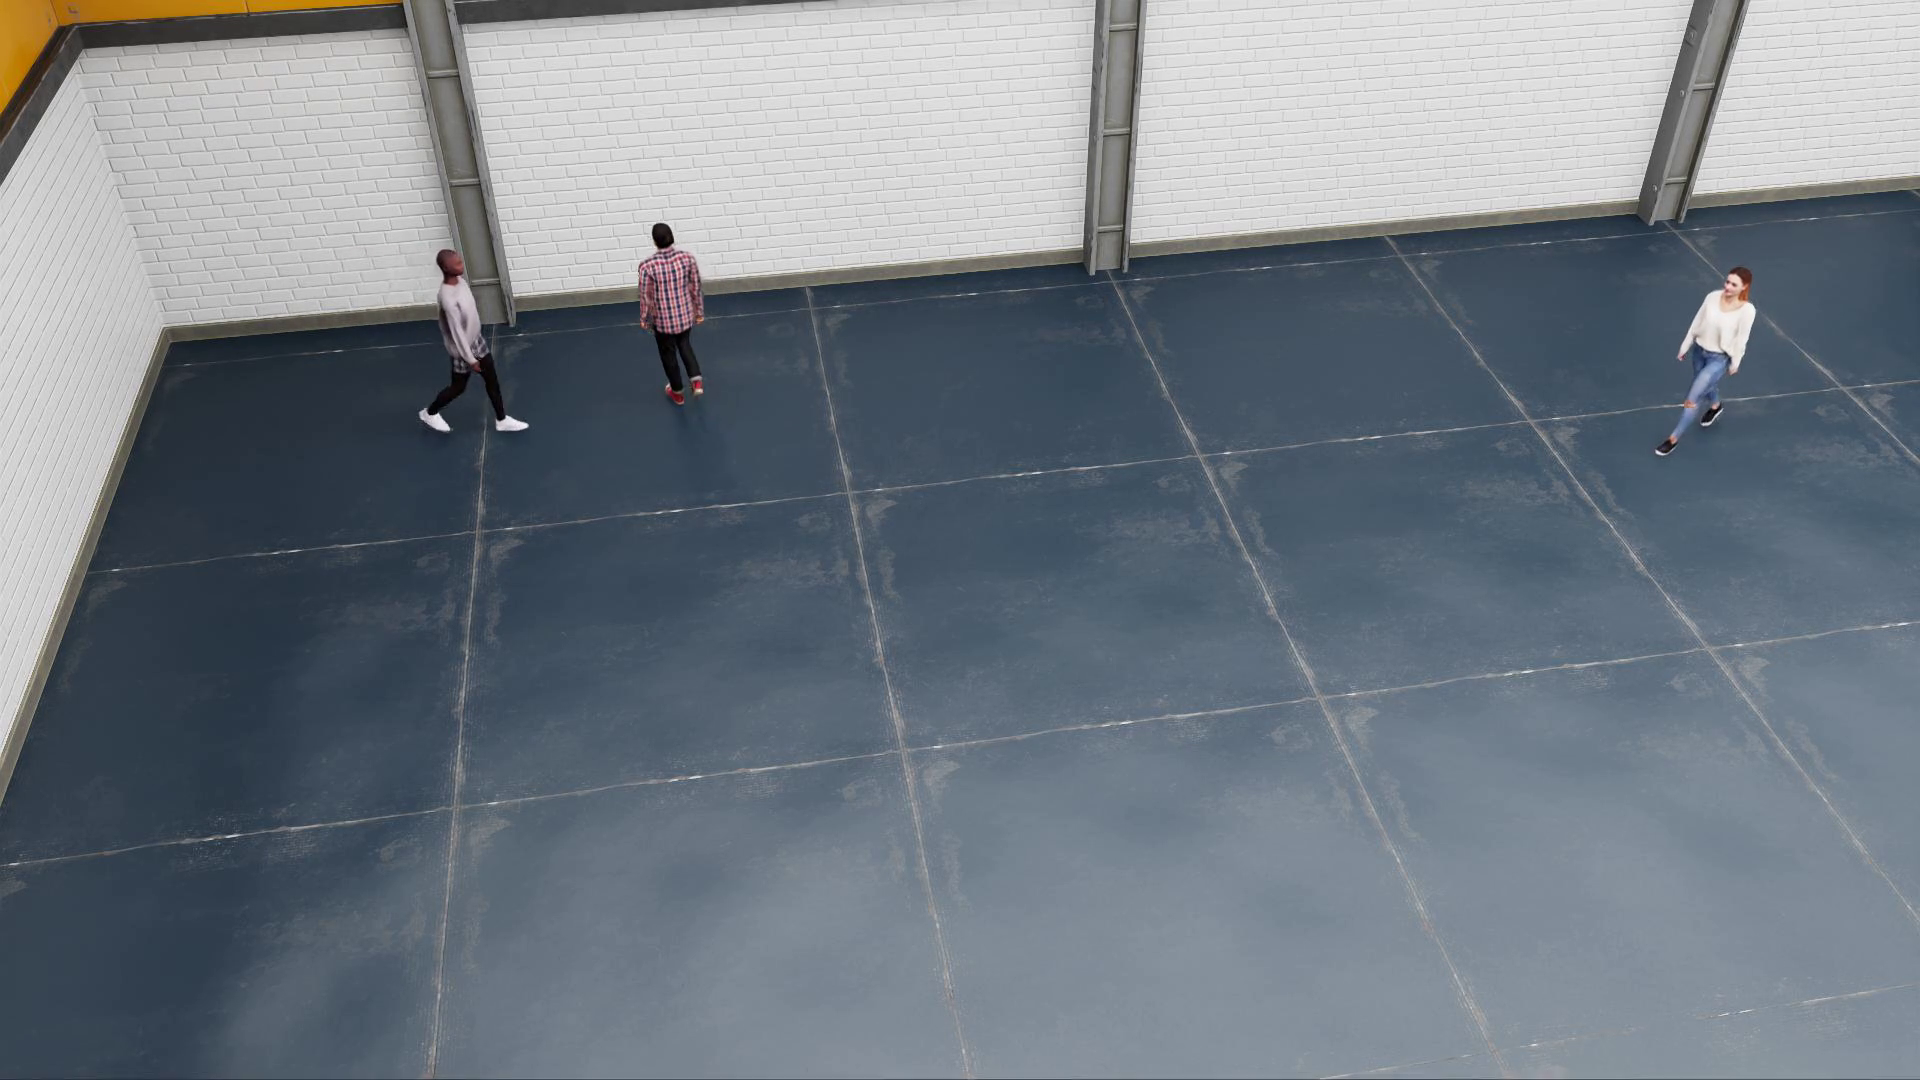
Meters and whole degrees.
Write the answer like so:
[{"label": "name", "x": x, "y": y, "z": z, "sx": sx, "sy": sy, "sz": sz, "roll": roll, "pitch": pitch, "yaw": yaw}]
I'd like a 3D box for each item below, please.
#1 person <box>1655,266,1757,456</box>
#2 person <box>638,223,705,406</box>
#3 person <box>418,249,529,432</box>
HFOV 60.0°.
[{"label": "person", "x": 6.296, "y": -1.536, "z": 13.853, "sx": 1.215, "sy": 1.650, "sz": 0.936, "roll": -23, "pitch": 44, "yaw": -26}, {"label": "person", "x": -2.440, "y": -1.888, "z": 14.216, "sx": 0.770, "sy": 1.749, "sz": 0.871, "roll": -21, "pitch": 43, "yaw": -24}, {"label": "person", "x": -4.222, "y": -1.602, "z": 13.860, "sx": 1.197, "sy": 1.744, "sz": 0.829, "roll": 4, "pitch": 39, "yaw": 5}]
